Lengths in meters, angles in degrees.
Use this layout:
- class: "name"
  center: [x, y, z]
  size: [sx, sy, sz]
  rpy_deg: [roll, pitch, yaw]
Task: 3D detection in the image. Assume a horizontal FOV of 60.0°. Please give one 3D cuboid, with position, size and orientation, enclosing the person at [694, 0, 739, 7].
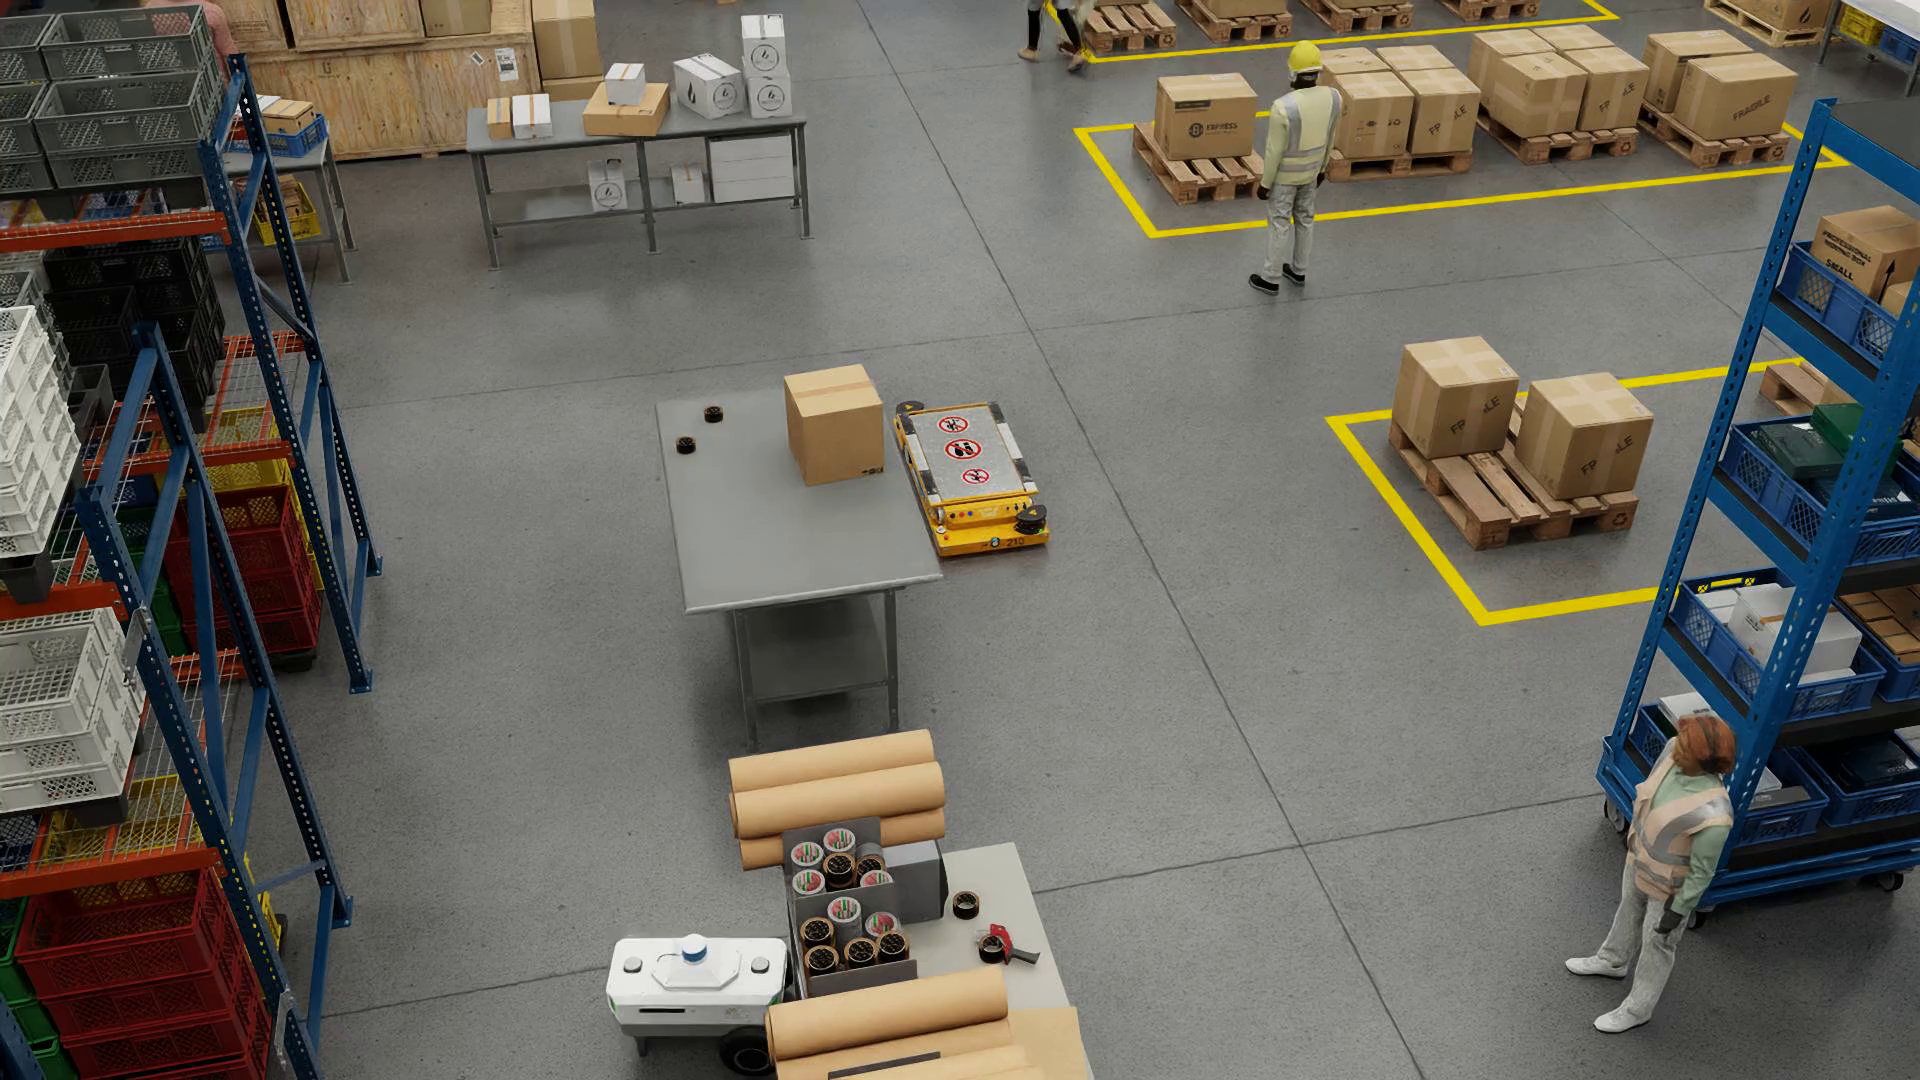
- class: "person"
  center: [-2.555, -6.344, 16.752]
  size: [0.633, 1.839, 0.429]
  rpy_deg: [17, 40, 22]

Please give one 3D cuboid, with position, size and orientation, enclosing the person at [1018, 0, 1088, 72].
- class: "person"
  center: [0.886, -5.154, 15.300]
  size: [0.538, 1.661, 0.820]
  rpy_deg: [-26, 44, -30]

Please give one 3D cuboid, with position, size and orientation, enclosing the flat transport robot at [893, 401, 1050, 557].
- class: "flat transport robot"
  center: [0.046, -0.430, 10.108]
  size: [0.652, 0.197, 1.431]
  rpy_deg: [-8, 37, -10]

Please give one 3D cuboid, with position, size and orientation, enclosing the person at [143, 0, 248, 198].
- class: "person"
  center: [-5.893, -3.589, 13.006]
  size: [0.644, 1.899, 0.396]
  rpy_deg: [2, 37, 3]

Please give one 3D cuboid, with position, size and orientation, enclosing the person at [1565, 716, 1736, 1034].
- class: "person"
  center: [2.786, 1.317, 6.620]
  size: [0.311, 1.640, 0.513]
  rpy_deg: [-2, 37, -2]

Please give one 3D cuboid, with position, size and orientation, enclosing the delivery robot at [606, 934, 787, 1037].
- class: "delivery robot"
  center: [-1.069, 1.805, 6.792]
  size: [0.707, 0.478, 0.477]
  rpy_deg: [0, 37, 0]

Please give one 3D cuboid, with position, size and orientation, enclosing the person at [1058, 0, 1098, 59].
- class: "person"
  center: [1.117, -5.433, 15.515]
  size: [0.380, 1.853, 0.554]
  rpy_deg: [-8, 37, -11]

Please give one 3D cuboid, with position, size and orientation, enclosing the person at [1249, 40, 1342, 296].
- class: "person"
  center: [2.349, -2.616, 11.749]
  size: [0.601, 1.829, 0.404]
  rpy_deg: [-20, 41, -24]
